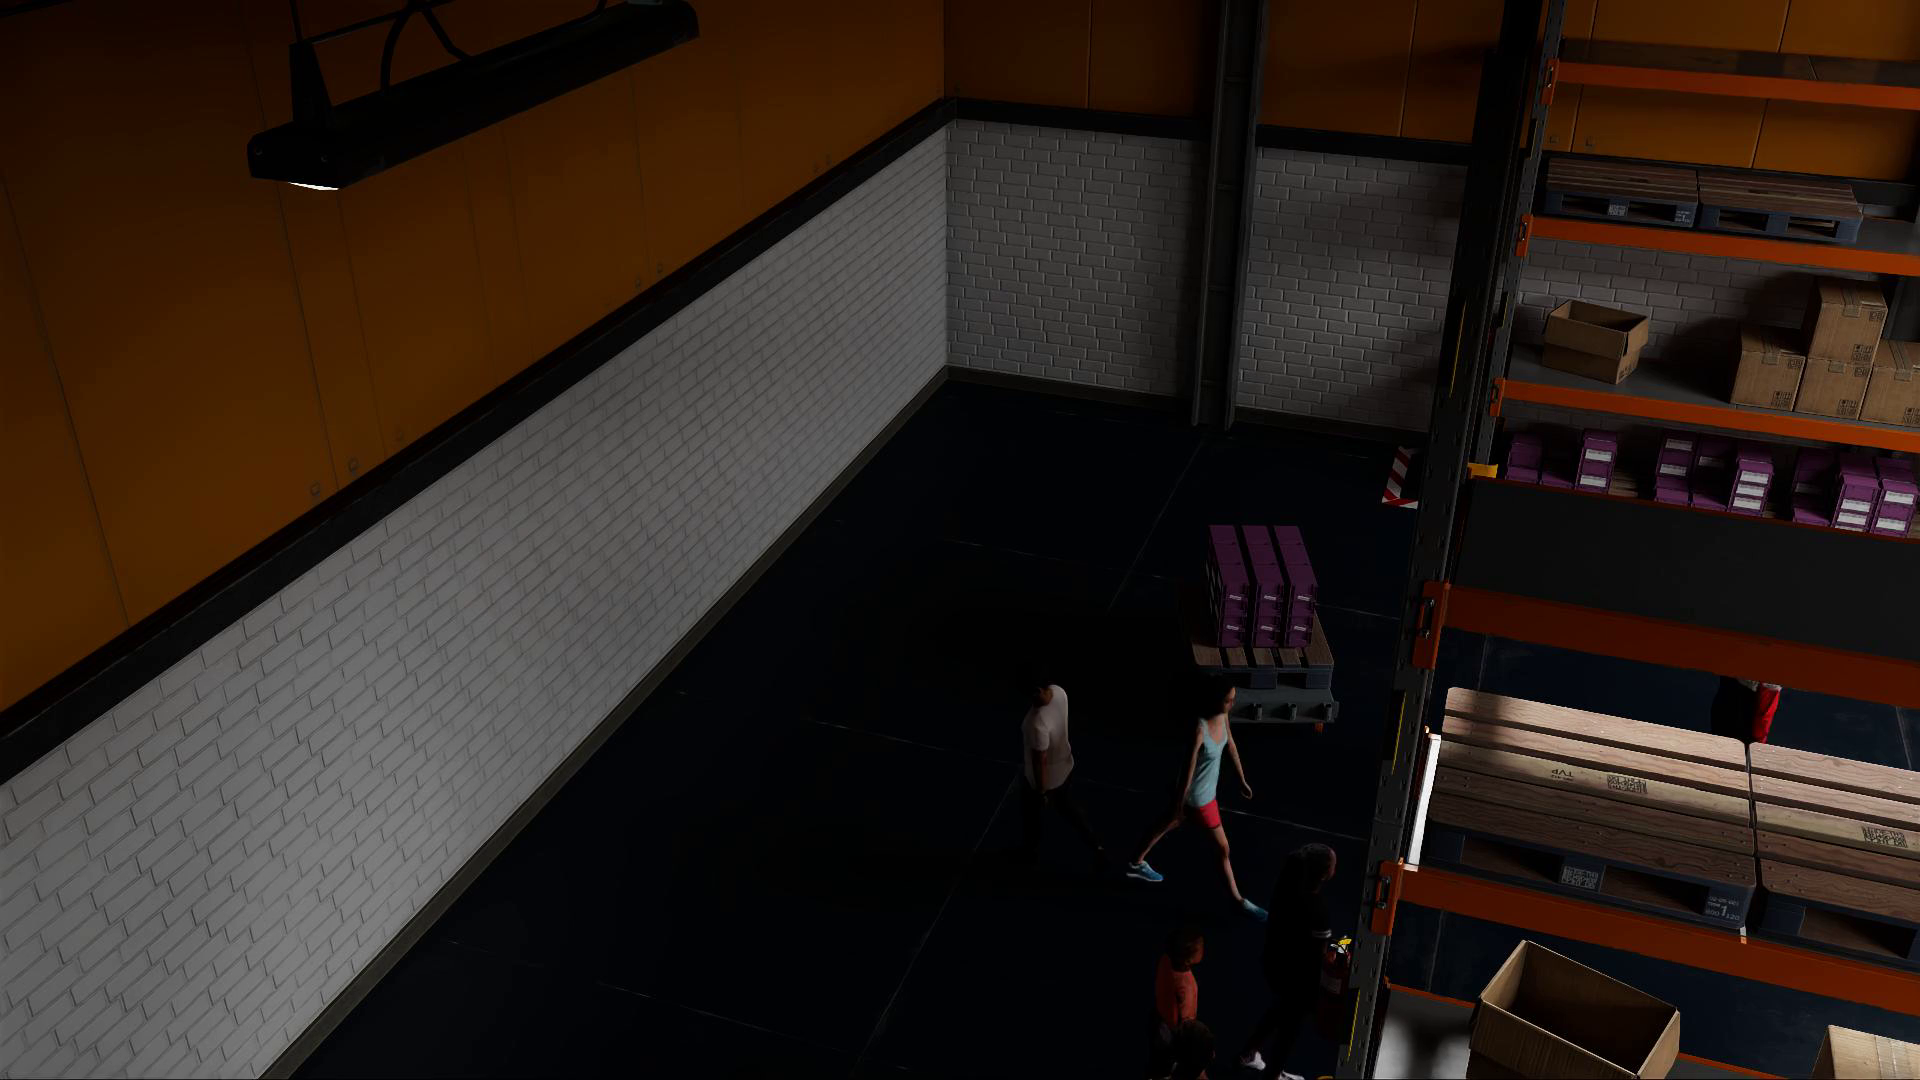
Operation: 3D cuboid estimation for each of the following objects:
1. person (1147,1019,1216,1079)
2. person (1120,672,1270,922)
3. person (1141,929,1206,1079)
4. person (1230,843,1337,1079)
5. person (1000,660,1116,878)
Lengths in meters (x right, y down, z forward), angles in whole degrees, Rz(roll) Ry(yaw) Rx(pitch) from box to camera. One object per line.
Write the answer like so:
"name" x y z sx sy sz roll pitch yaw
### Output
"person" 1.028 2.943 7.674 0.561 1.773 0.760 3 29 6
"person" 1.387 1.553 10.275 1.253 1.723 0.714 14 31 23
"person" 1.088 2.582 8.829 0.622 1.301 0.578 -7 29 -12
"person" 1.686 2.335 8.848 0.834 1.717 0.775 -8 30 -14
"person" 0.630 1.464 10.483 1.078 1.679 0.803 18 33 29
